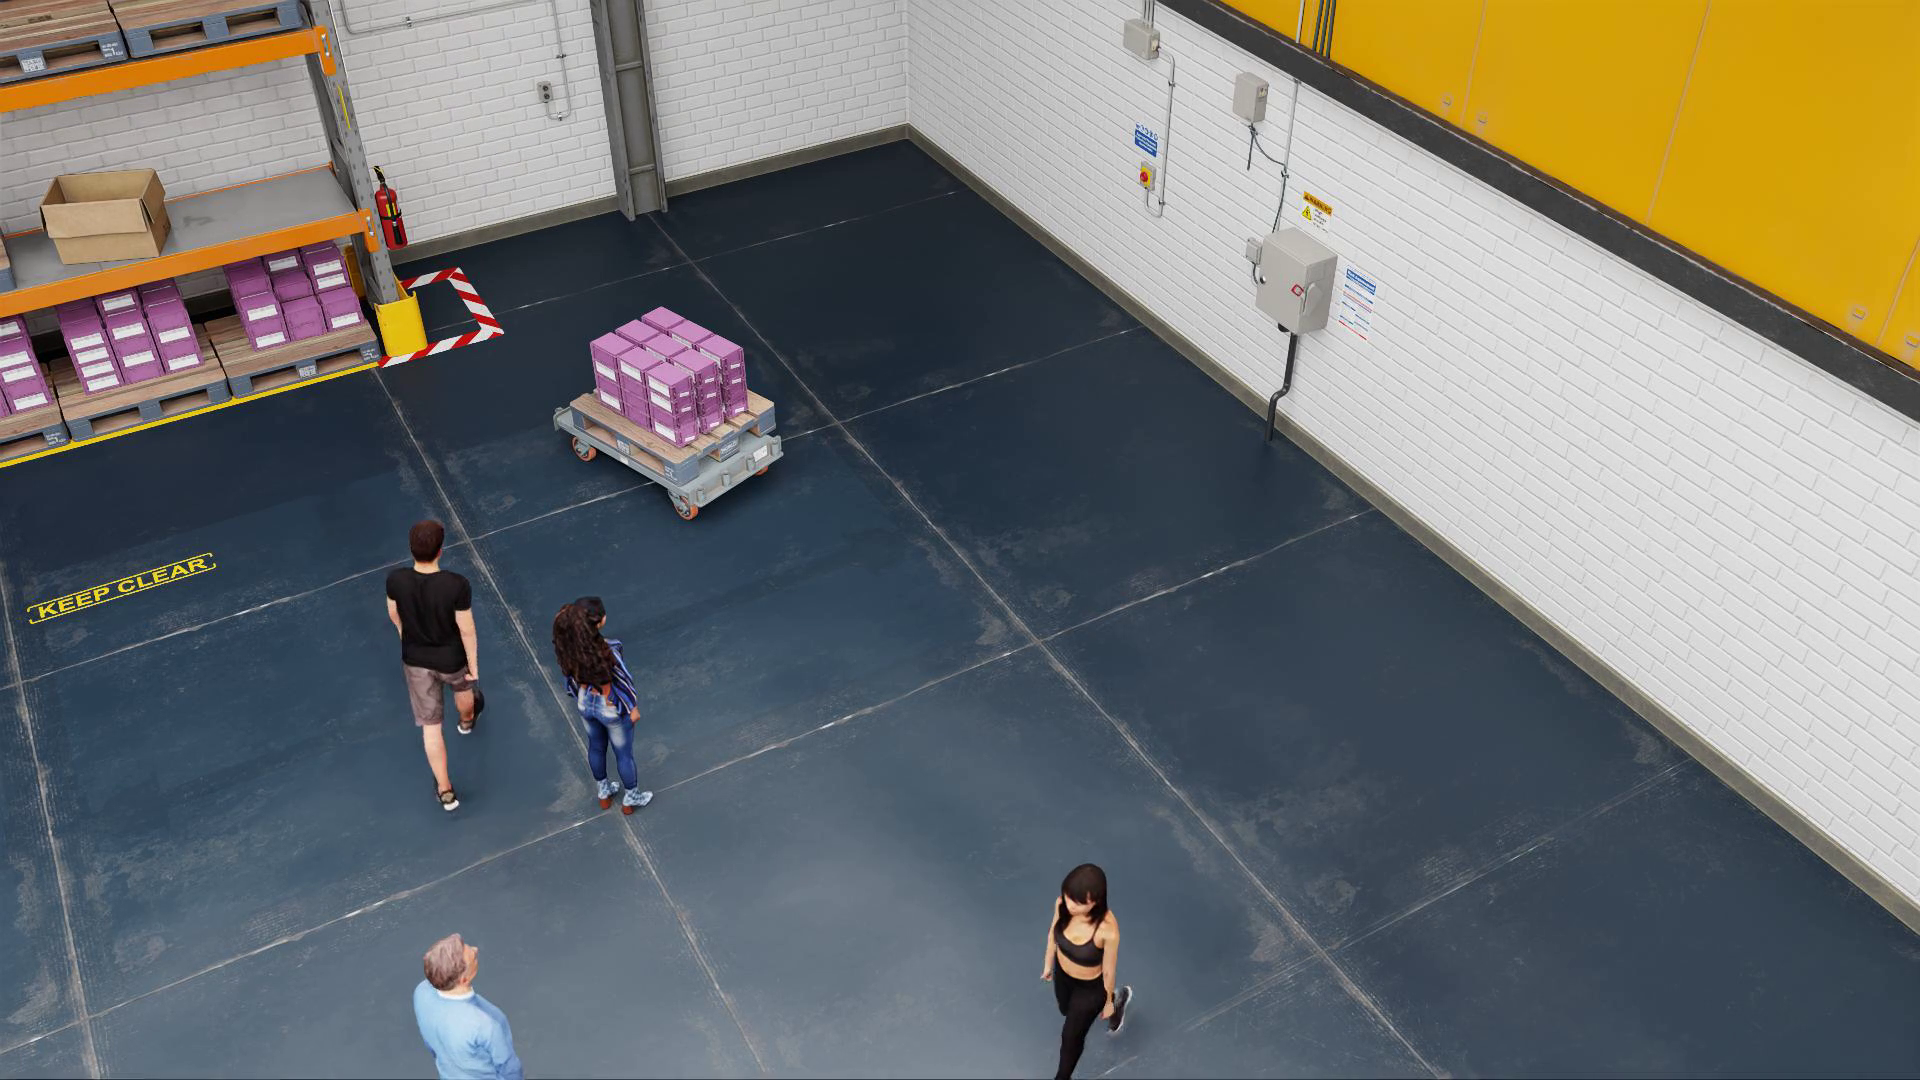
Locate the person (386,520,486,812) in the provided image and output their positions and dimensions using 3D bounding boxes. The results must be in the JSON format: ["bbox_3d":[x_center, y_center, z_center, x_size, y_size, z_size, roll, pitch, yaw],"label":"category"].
[{"bbox_3d":[-3.063,0.758,9.683,1.272,1.809,1.045,-6,39,-7],"label":"person"}]

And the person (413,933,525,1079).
[{"bbox_3d":[-2.196,2.436,7.575,0.742,1.817,0.741,20,43,23],"label":"person"}]

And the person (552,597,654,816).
[{"bbox_3d":[-2.051,0.954,9.592,0.695,1.617,0.725,16,41,19],"label":"person"}]

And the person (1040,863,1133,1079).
[{"bbox_3d":[0.647,2.104,8.146,0.737,1.623,1.052,31,48,33],"label":"person"}]
